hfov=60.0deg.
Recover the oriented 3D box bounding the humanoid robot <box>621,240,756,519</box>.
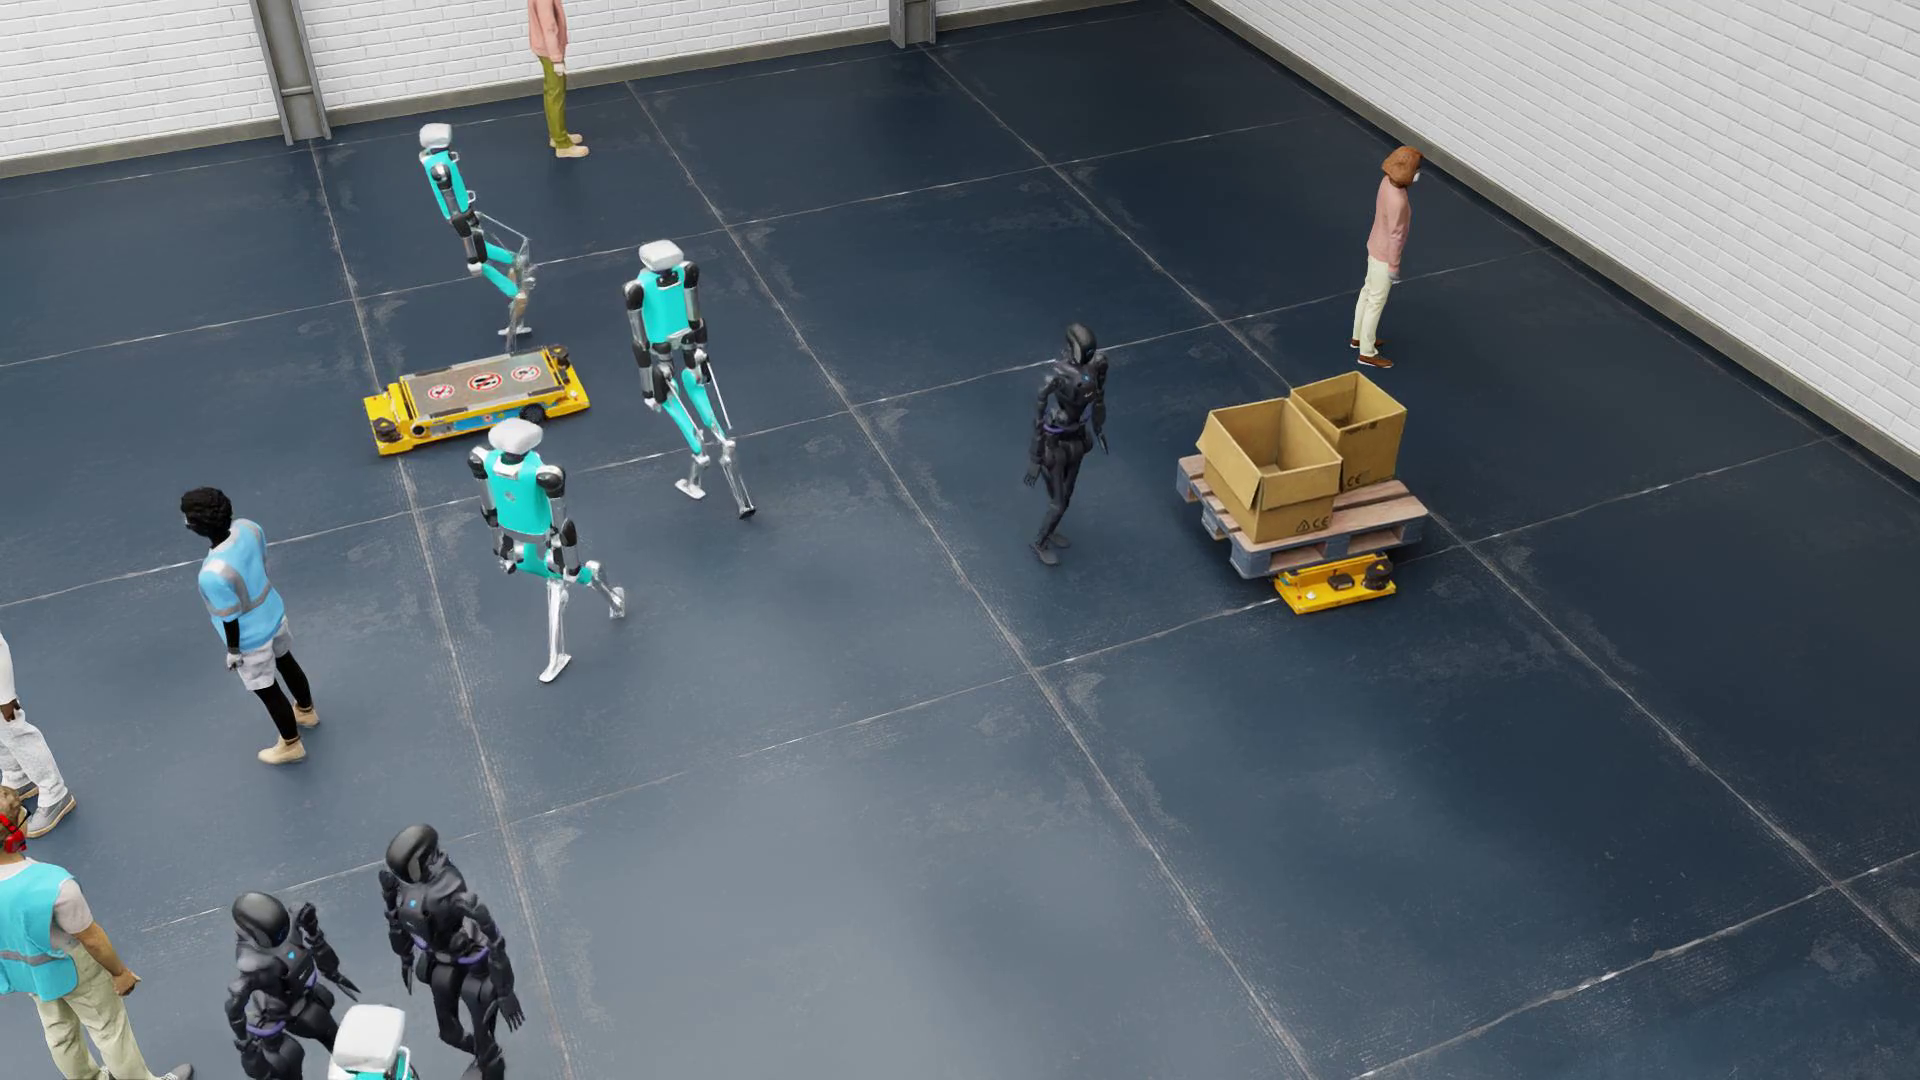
[{"bbox_3d":[-1.588,-0.886,10.281,0.876,1.853,0.554,30,47,33],"label":"humanoid robot"}]

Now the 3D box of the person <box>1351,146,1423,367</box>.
[{"bbox_3d":[3.022,-2.017,11.776,0.281,1.633,0.498,1,38,2],"label":"person"}]

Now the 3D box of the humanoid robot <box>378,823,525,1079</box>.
[{"bbox_3d":[-2.063,1.763,6.820,0.608,1.646,0.329,14,40,17],"label":"humanoid robot"}]

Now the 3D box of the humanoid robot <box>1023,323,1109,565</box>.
[{"bbox_3d":[0.614,-0.596,9.905,0.609,1.639,0.422,-27,45,-31],"label":"humanoid robot"}]

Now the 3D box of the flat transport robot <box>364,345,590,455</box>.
[{"bbox_3d":[-3.362,-0.985,11.556,1.431,0.231,0.659,-15,40,-19],"label":"flat transport robot"}]

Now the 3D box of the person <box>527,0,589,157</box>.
[{"bbox_3d":[-3.569,-4.274,14.551,0.364,1.836,0.520,-11,39,-14],"label":"person"}]

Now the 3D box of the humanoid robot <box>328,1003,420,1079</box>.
[{"bbox_3d":[-1.810,2.309,6.069,0.630,1.813,0.531,-6,38,-7],"label":"humanoid robot"}]

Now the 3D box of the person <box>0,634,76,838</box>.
[{"bbox_3d":[-4.803,0.667,8.081,0.584,1.882,0.341,19,41,23],"label":"person"}]

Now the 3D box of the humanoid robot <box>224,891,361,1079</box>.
[{"bbox_3d":[-2.660,1.913,6.630,0.403,1.635,0.611,9,39,12],"label":"humanoid robot"}]

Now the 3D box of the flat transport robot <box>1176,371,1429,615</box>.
[{"bbox_3d":[2.073,-0.084,10.383,0.659,0.231,1.431,-11,39,-14],"label":"flat transport robot"}]

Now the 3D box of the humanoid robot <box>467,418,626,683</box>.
[{"bbox_3d":[-2.180,-0.056,9.166,0.561,1.796,0.933,11,39,14],"label":"humanoid robot"}]

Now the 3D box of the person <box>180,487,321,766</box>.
[{"bbox_3d":[-3.640,0.437,8.531,0.317,1.695,0.539,1,38,1],"label":"person"}]

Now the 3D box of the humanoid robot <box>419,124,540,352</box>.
[{"bbox_3d":[-3.312,-2.115,11.881,0.801,1.836,0.530,-12,39,-15],"label":"humanoid robot"}]

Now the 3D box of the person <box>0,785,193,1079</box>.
[{"bbox_3d":[-3.648,1.726,6.733,0.564,1.845,0.389,6,38,8],"label":"person"}]
